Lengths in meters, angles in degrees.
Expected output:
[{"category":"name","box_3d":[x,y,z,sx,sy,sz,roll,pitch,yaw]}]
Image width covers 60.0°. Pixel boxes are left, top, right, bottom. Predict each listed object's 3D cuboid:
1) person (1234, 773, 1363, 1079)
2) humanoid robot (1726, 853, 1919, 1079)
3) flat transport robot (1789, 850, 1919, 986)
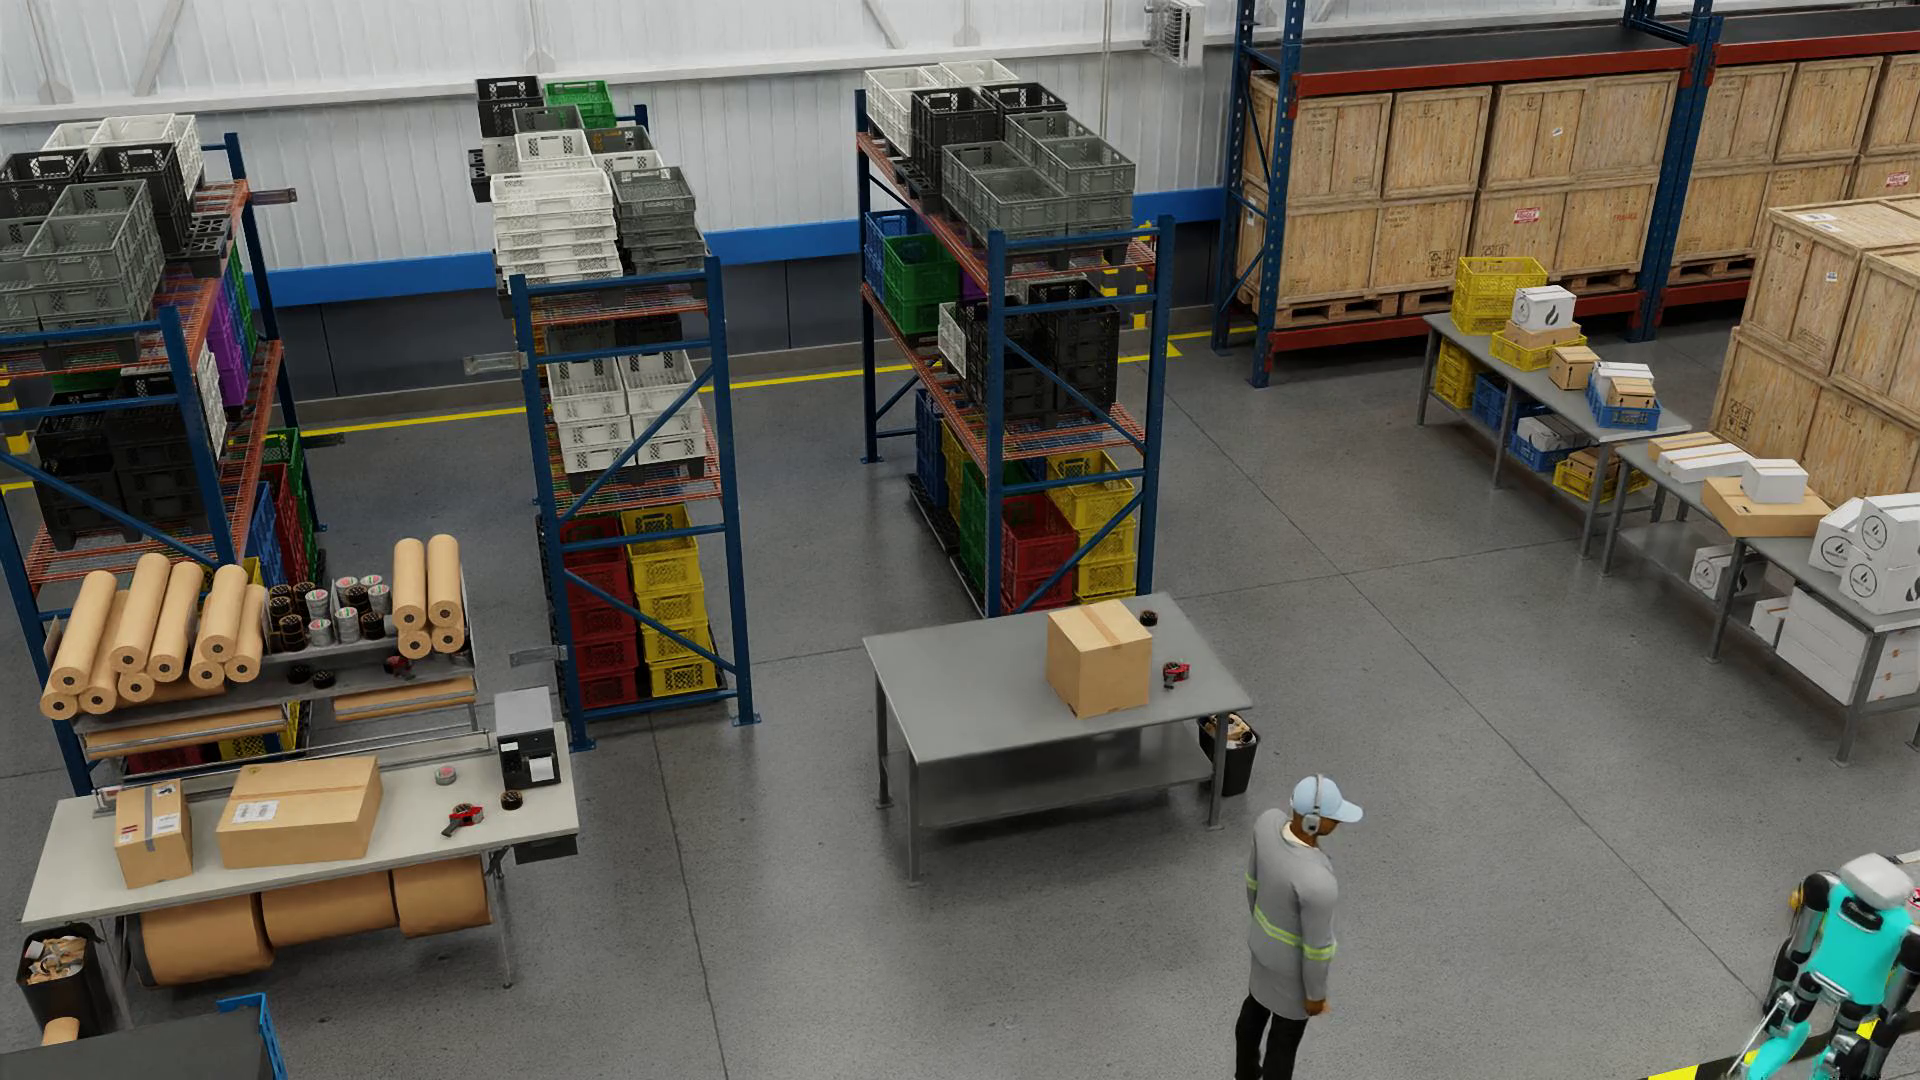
[{"category":"person","box_3d":[1.458,1.788,7.268,0.404,1.848,0.589,-9,30,-16]},{"category":"humanoid robot","box_3d":[3.329,2.145,6.776,0.994,1.775,0.537,-17,33,-28]},{"category":"flat transport robot","box_3d":[5.163,1.916,8.676,1.431,0.231,0.659,-8,30,-14]}]
